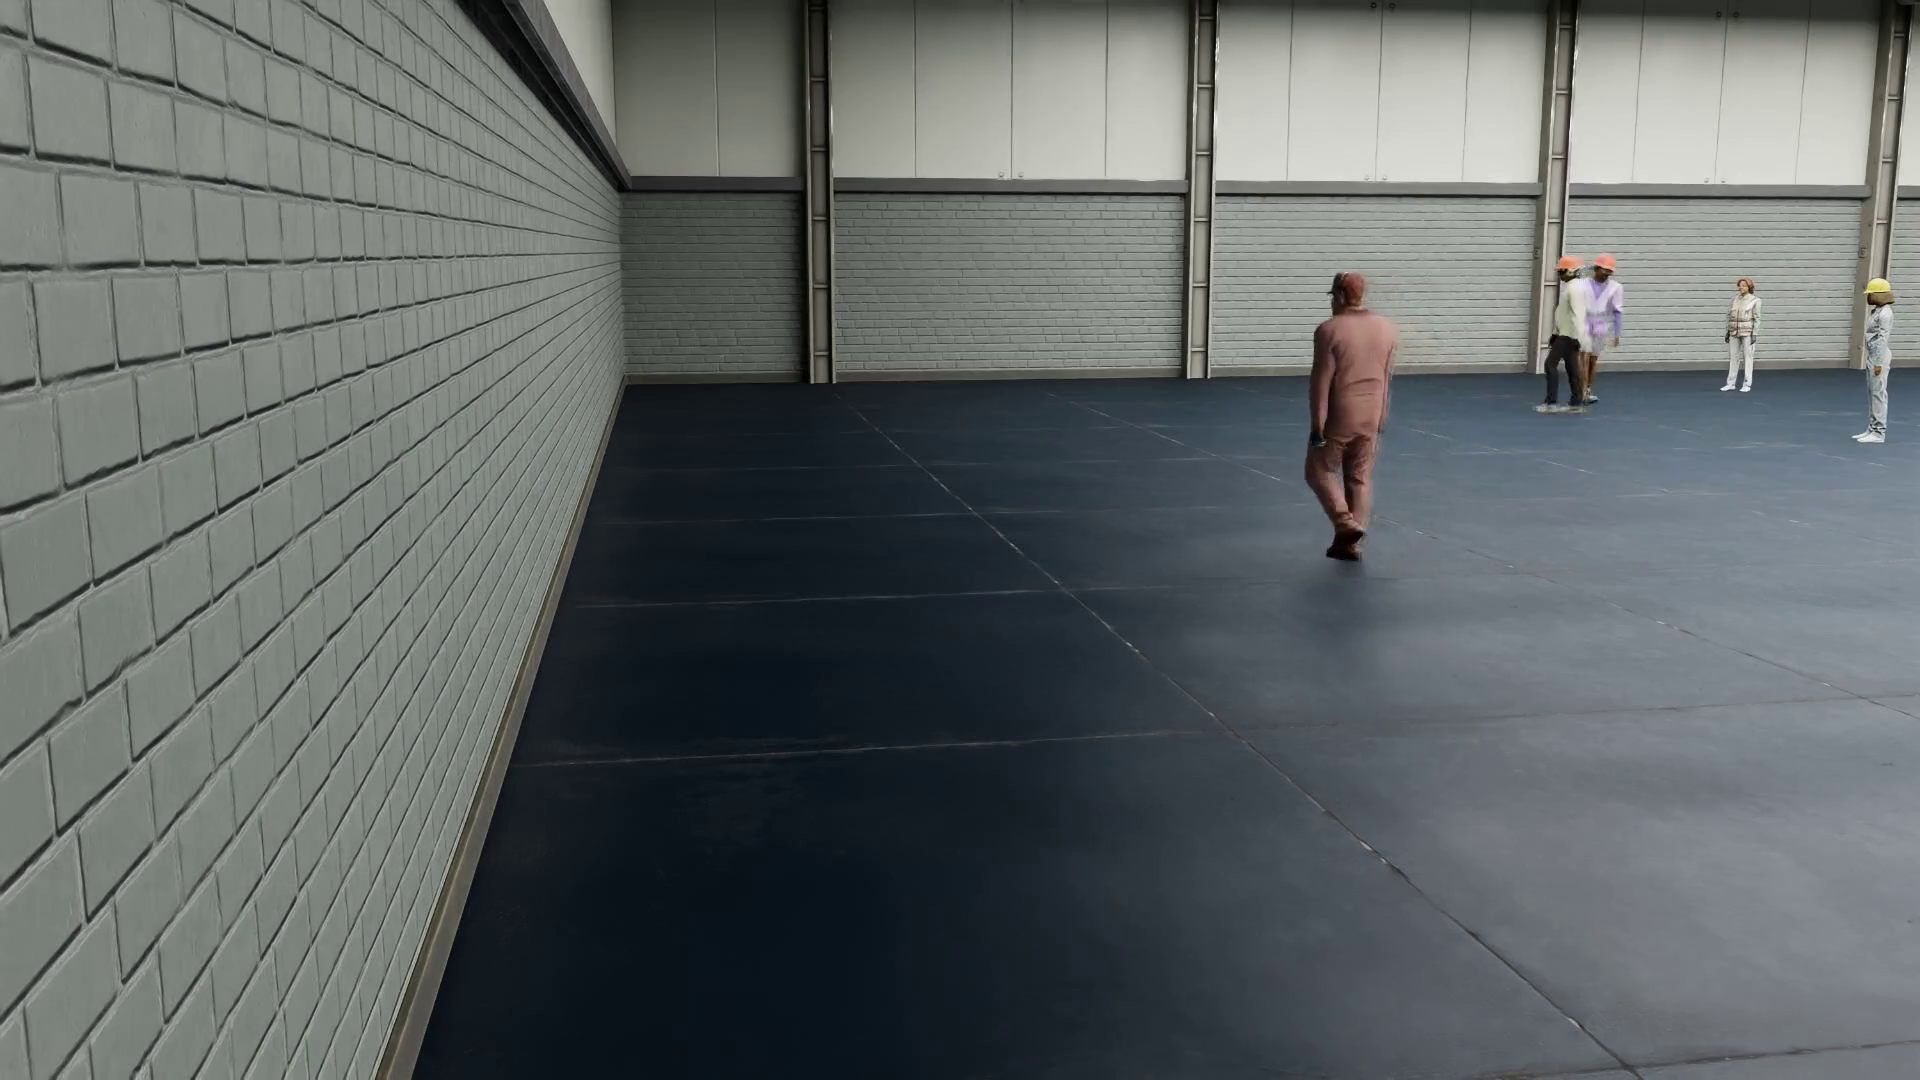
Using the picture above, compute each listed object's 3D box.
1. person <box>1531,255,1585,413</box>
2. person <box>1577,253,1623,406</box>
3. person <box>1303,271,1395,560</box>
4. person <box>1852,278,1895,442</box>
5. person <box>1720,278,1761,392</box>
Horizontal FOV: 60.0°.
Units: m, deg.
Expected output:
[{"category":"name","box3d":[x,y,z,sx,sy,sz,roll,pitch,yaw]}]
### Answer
[{"category":"person","box3d":[7.491,-2.561,20.797,0.767,1.967,0.623,4,11,21]},{"category":"person","box3d":[8.303,-2.736,21.742,0.632,1.983,0.924,3,10,16]},{"category":"person","box3d":[2.526,-0.794,10.836,0.656,1.891,0.448,-5,11,-25]},{"category":"person","box3d":[9.729,-1.909,17.696,0.325,1.739,0.492,4,11,22]},{"category":"person","box3d":[11.287,-2.954,24.006,0.308,1.641,0.517,-6,11,-30]}]
